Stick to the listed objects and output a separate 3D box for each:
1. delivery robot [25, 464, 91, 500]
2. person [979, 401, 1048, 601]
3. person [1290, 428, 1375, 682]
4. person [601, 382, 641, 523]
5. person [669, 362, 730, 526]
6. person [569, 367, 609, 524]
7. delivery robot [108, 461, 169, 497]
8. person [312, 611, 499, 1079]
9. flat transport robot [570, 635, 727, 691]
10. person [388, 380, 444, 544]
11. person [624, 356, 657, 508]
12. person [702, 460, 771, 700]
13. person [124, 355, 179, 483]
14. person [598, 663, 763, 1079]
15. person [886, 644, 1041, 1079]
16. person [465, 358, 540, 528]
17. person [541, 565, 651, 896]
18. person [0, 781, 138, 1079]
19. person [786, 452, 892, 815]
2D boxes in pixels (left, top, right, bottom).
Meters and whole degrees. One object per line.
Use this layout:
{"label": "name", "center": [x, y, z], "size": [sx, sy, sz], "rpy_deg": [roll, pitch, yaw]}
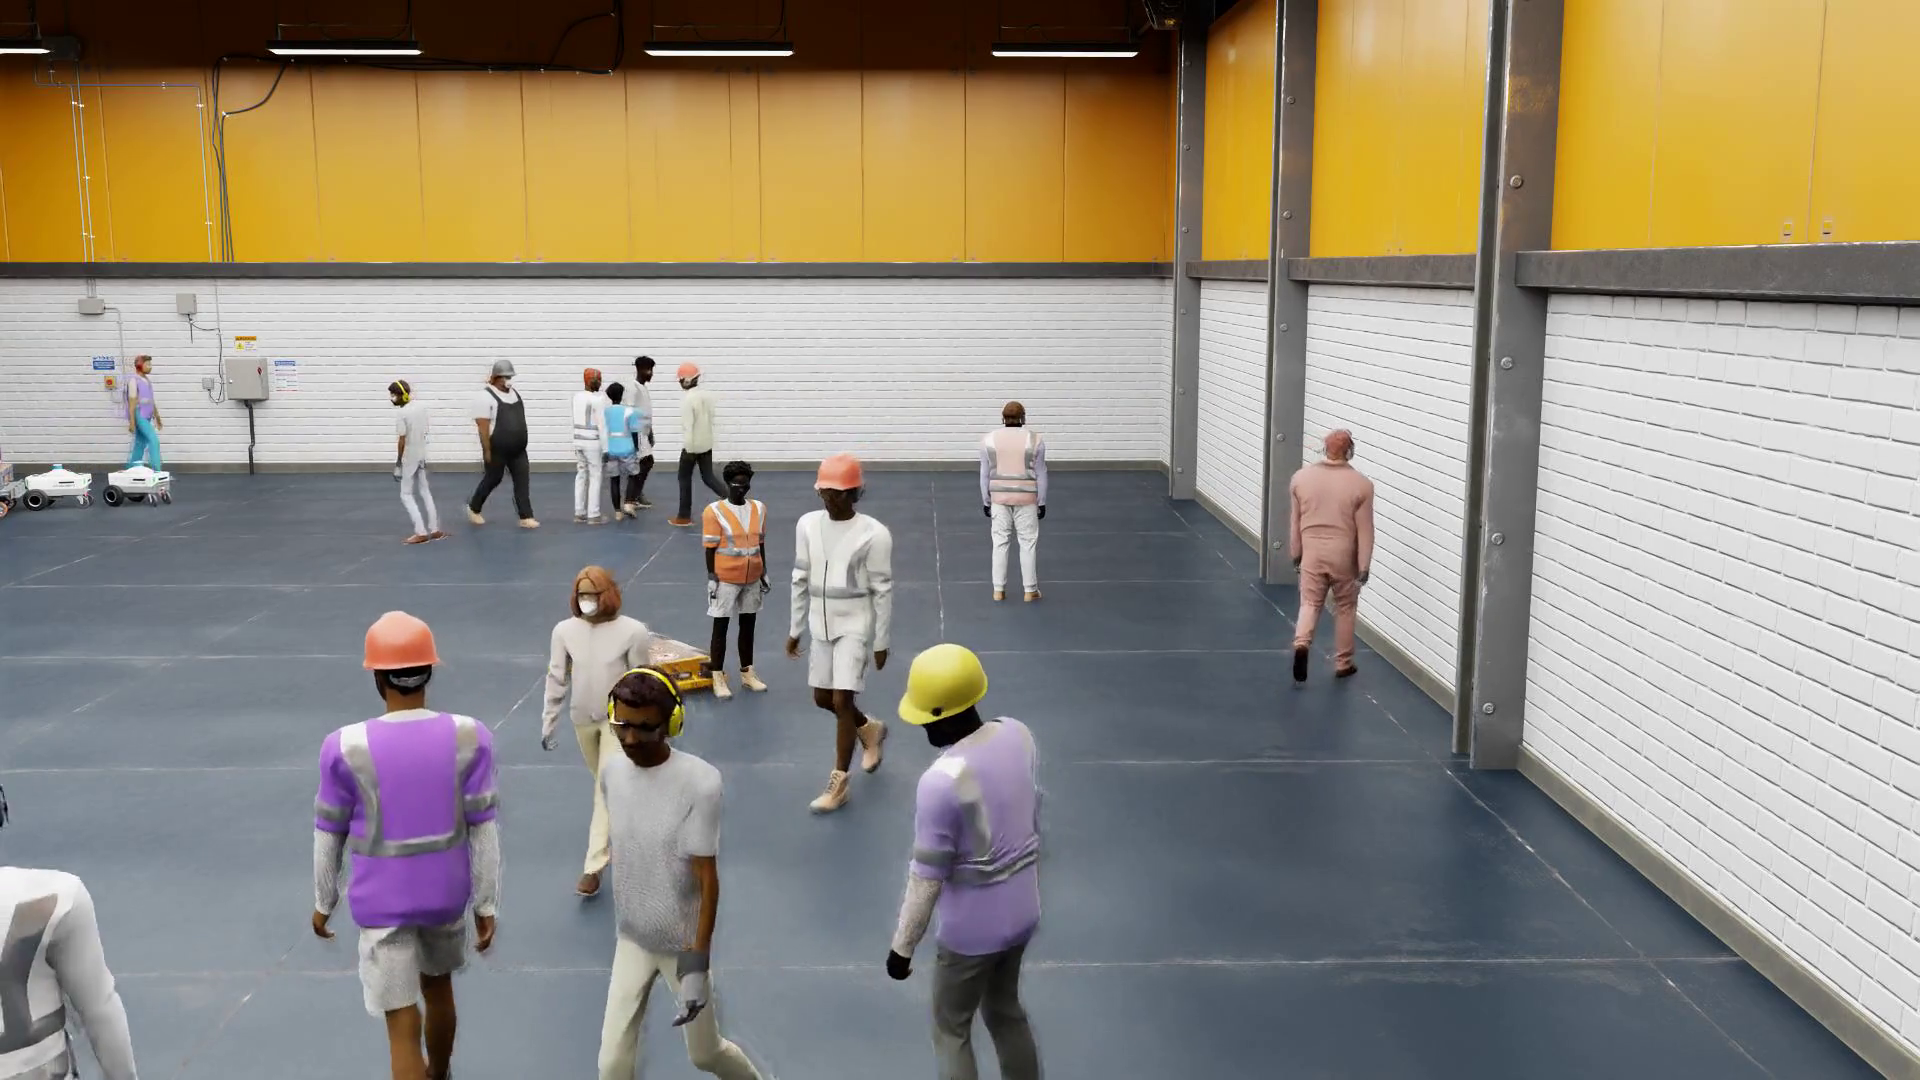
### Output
{"label": "delivery robot", "center": [-11.420, -0.717, 21.080], "size": [0.707, 0.478, 0.477], "rpy_deg": [-3, 10, -16]}
{"label": "person", "center": [0.497, -0.351, 15.200], "size": [0.624, 1.840, 0.429], "rpy_deg": [2, 9, 12]}
{"label": "person", "center": [2.712, 0.117, 12.194], "size": [0.656, 1.882, 0.742], "rpy_deg": [5, 10, 28]}
{"label": "person", "center": [-4.086, -1.045, 19.906], "size": [0.539, 1.679, 0.359], "rpy_deg": [1, 9, 4]}
{"label": "person", "center": [-3.014, -1.108, 19.480], "size": [0.895, 1.961, 0.622], "rpy_deg": [4, 10, 26]}
{"label": "person", "center": [-4.398, -1.114, 19.780], "size": [0.588, 1.877, 0.366], "rpy_deg": [8, 12, 40]}
{"label": "delivery robot", "center": [-10.542, -0.765, 21.358], "size": [0.707, 0.478, 0.477], "rpy_deg": [2, 10, 11]}
{"label": "person", "center": [-1.882, 1.179, 5.621], "size": [0.564, 1.904, 0.876], "rpy_deg": [-6, 11, -32]}
{"label": "flat transport robot", "center": [-2.377, 0.891, 12.371], "size": [0.652, 0.197, 1.431], "rpy_deg": [-7, 12, -37]}
{"label": "person", "center": [-6.029, -0.870, 18.440], "size": [0.318, 1.822, 0.762], "rpy_deg": [3, 10, 15]}
{"label": "person", "center": [-4.019, -1.358, 21.051], "size": [0.560, 1.936, 0.640], "rpy_deg": [1, 9, 5]}
{"label": "person", "center": [-1.583, 0.273, 11.815], "size": [0.530, 1.693, 0.321], "rpy_deg": [-8, 12, -40]}
{"label": "person", "center": [-11.382, -1.686, 23.433], "size": [0.817, 1.811, 0.608], "rpy_deg": [-1, 9, -9]}
{"label": "person", "center": [-0.904, 1.263, 5.334], "size": [0.506, 1.837, 0.887], "rpy_deg": [4, 10, 25]}
{"label": "person", "center": [0.057, 1.232, 5.417], "size": [0.397, 1.873, 0.633], "rpy_deg": [6, 11, 34]}
{"label": "person", "center": [-5.408, -1.158, 19.523], "size": [0.923, 2.000, 0.687], "rpy_deg": [6, 11, 32]}
{"label": "person", "center": [-1.794, 0.908, 8.238], "size": [0.522, 1.579, 0.872], "rpy_deg": [2, 9, 12]}
{"label": "person", "center": [-2.404, 1.434, 4.175], "size": [0.635, 1.865, 0.415], "rpy_deg": [-2, 9, -10]}
{"label": "person", "center": [-0.637, 0.488, 9.500], "size": [0.619, 2.022, 0.848], "rpy_deg": [6, 11, 31]}
